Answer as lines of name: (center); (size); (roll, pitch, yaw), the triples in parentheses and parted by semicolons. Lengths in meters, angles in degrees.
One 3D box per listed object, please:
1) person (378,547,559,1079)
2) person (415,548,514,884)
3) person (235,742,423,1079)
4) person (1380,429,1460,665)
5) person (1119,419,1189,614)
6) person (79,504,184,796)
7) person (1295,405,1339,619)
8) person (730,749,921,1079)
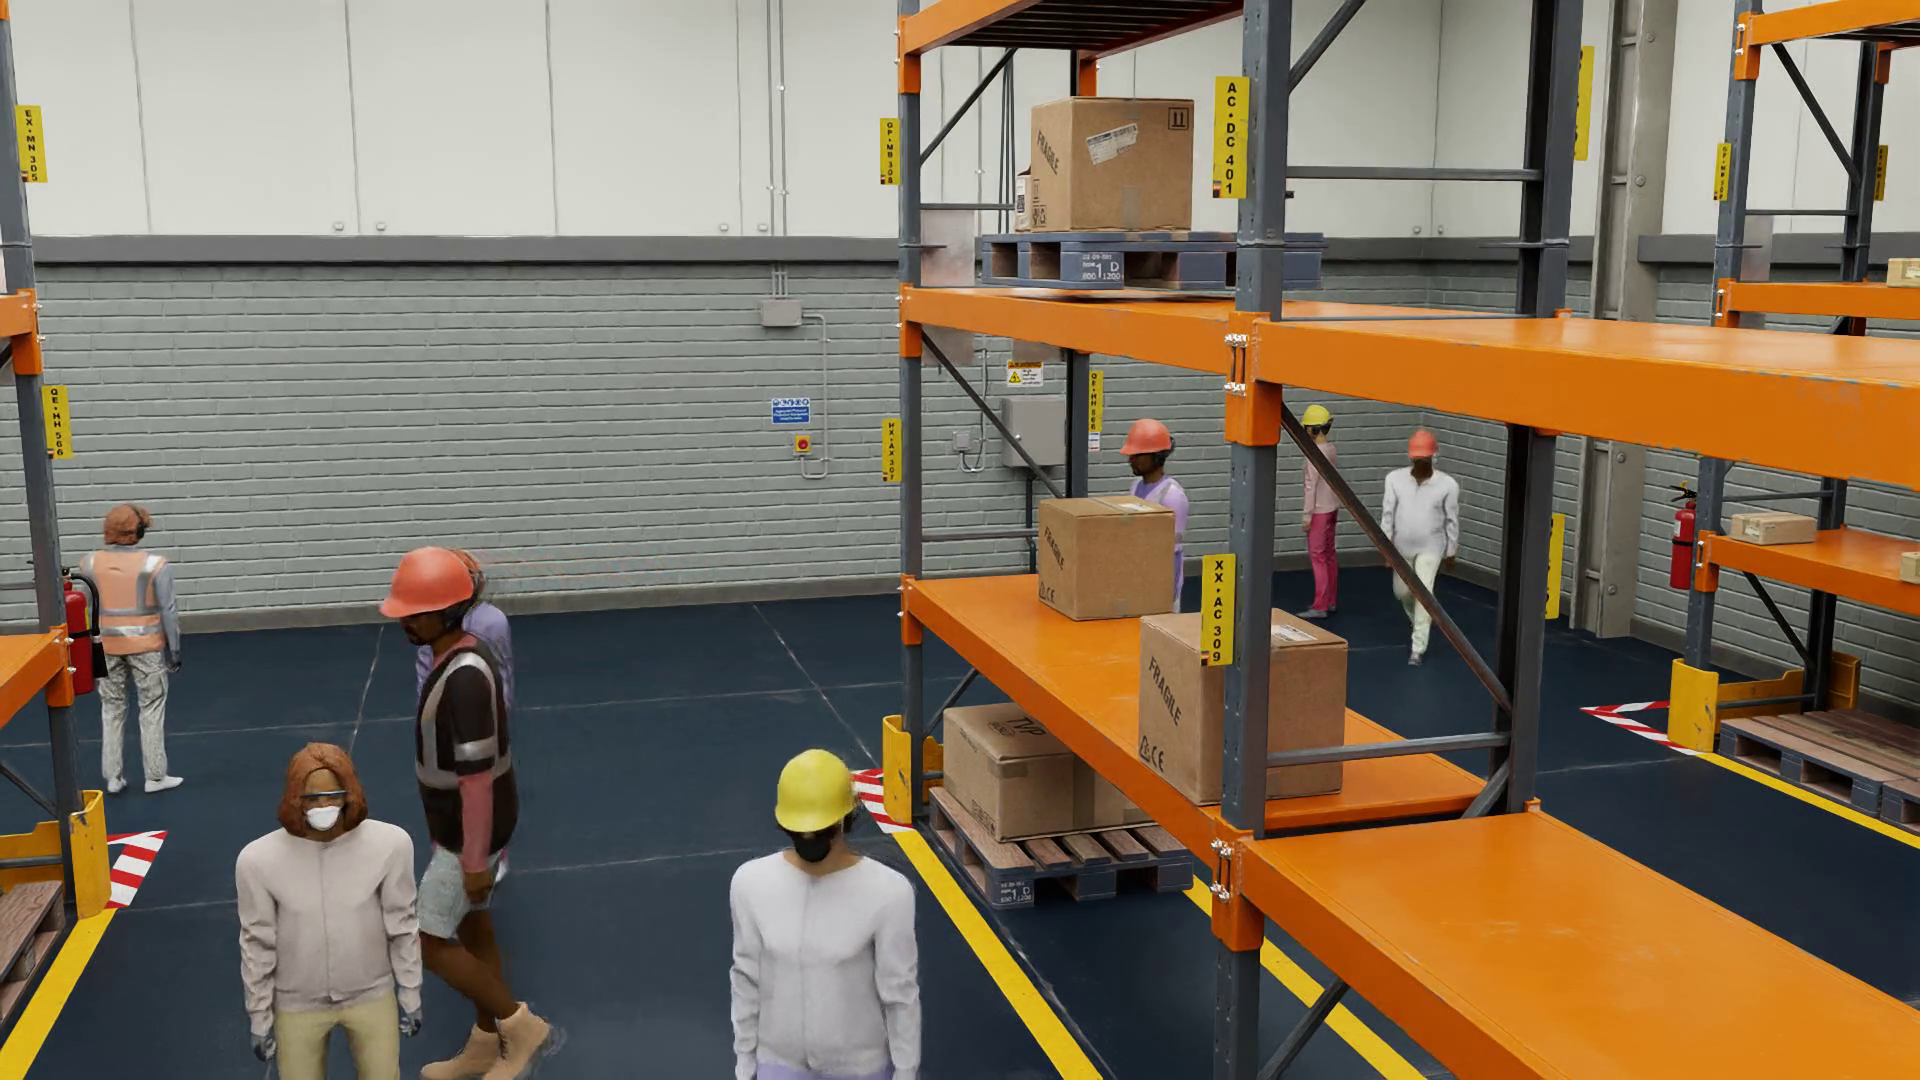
person: (-1.763, 1.005, 5.875); (0.437, 2.024, 0.649); (-2, 10, -12)
person: (-2.362, 0.842, 7.935); (0.507, 1.631, 0.268); (3, 10, 17)
person: (-1.846, 1.377, 4.920); (0.497, 1.625, 0.286); (-4, 11, -21)
person: (3.426, 0.016, 12.377); (0.554, 1.721, 0.739); (6, 11, 29)
person: (1.134, 0.285, 9.996); (0.405, 2.033, 0.604); (-3, 10, -18)
person: (-4.598, 0.614, 9.256); (0.522, 1.628, 0.314); (0, 10, -3)
person: (2.936, -0.232, 13.712); (0.350, 1.758, 0.521); (6, 11, 29)
person: (-0.357, 1.389, 4.523); (0.532, 1.741, 0.761); (2, 10, 10)
